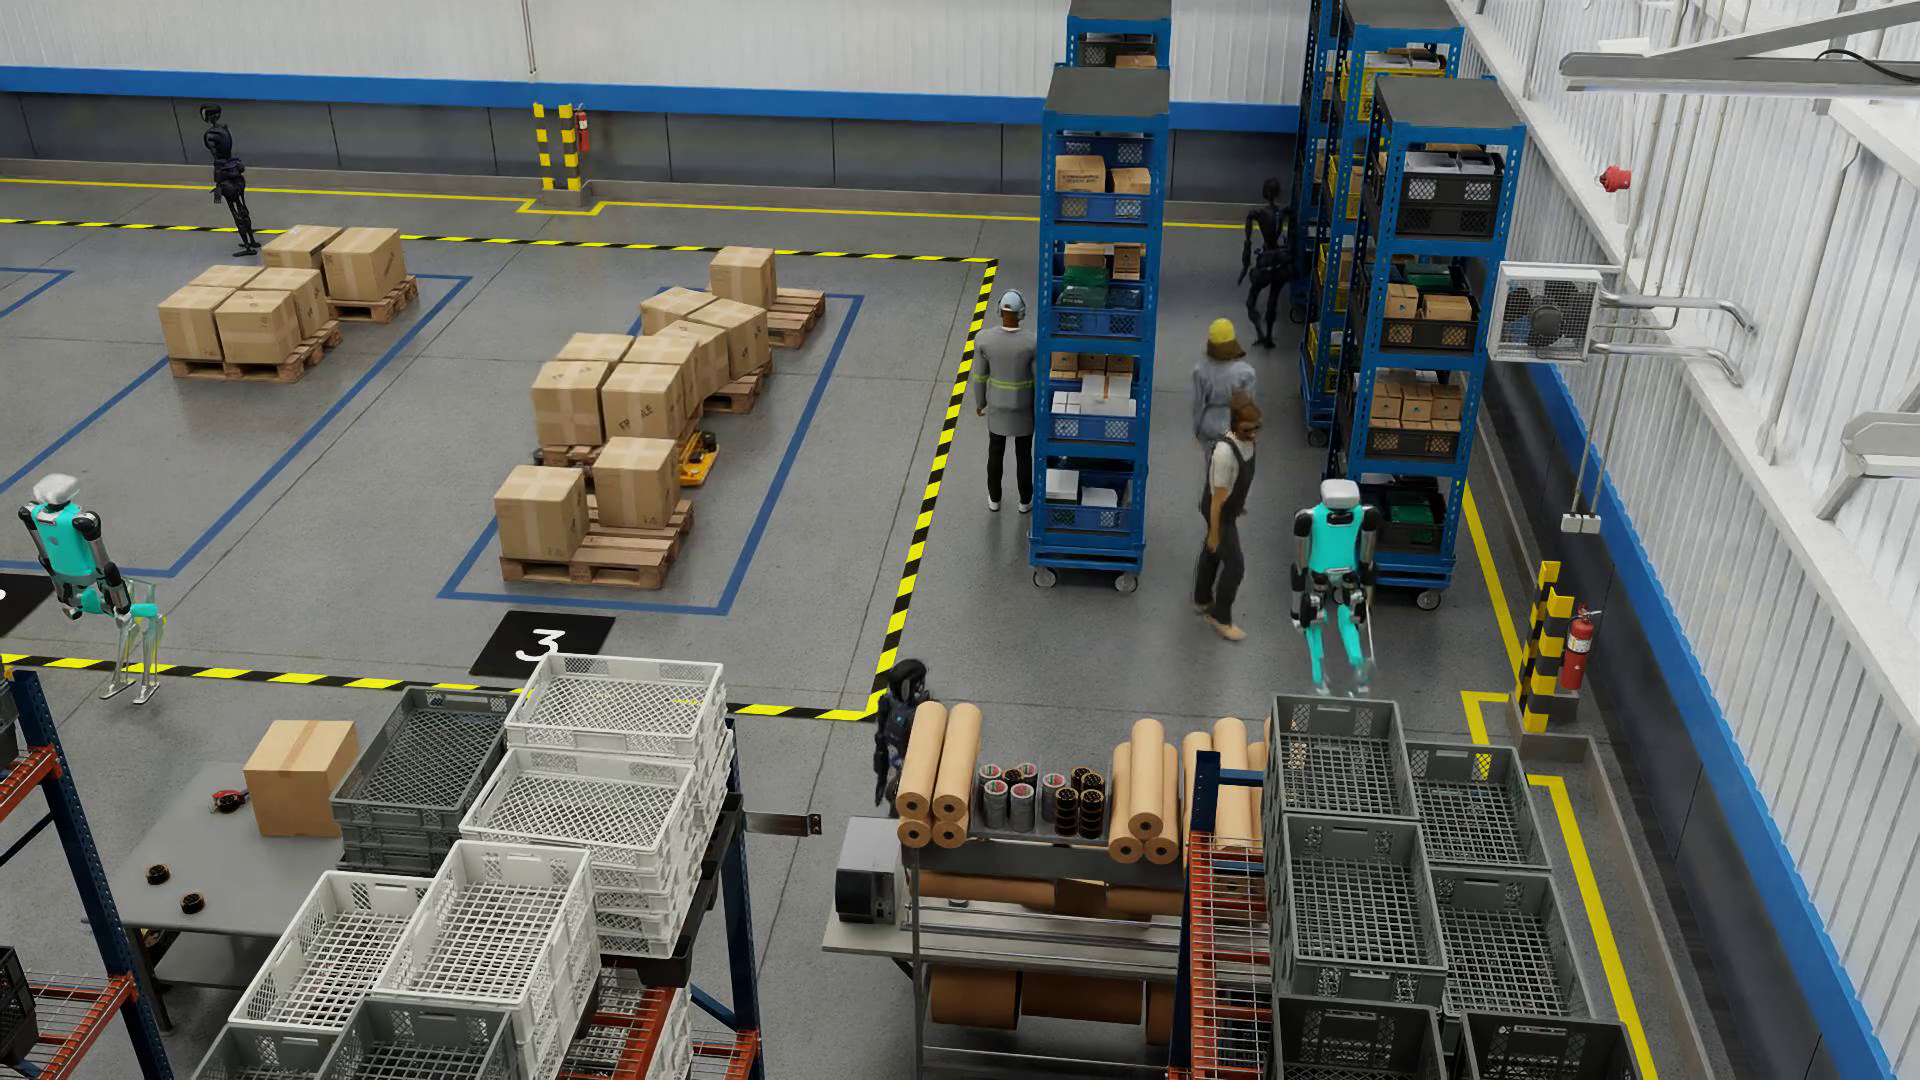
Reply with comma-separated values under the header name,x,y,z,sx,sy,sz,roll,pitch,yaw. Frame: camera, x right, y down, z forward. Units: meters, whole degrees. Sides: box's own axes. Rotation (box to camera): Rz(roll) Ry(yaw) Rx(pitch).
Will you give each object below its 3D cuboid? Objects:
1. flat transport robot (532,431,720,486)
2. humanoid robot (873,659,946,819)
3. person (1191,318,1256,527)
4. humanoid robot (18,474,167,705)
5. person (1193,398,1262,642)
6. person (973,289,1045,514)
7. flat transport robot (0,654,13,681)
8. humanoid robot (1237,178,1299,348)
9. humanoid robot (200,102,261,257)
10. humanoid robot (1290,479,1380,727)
name,x,y,z,sx,sy,sz,roll,pitch,yaw
flat transport robot,-2.786,-0.720,13.883,1.431,0.197,0.652,3,30,6
humanoid robot,-0.255,1.380,8.904,0.611,1.651,0.404,25,38,36
person,2.000,-0.863,12.702,0.510,1.715,0.378,9,32,16
humanoid robot,-5.429,0.256,10.645,0.533,1.671,0.735,8,31,14
person,1.862,-0.152,11.396,0.539,1.812,0.643,13,32,21
person,0.401,-1.074,12.949,0.587,1.848,0.395,6,31,11
flat transport robot,-7.142,0.969,11.010,1.431,0.231,0.659,3,30,6
humanoid robot,2.951,-2.601,15.742,0.611,1.632,0.434,-9,31,-15
humanoid robot,-7.906,-3.903,17.959,0.315,1.659,0.599,-2,30,-4
humanoid robot,2.335,0.576,10.322,0.552,1.893,0.740,-2,30,-4
